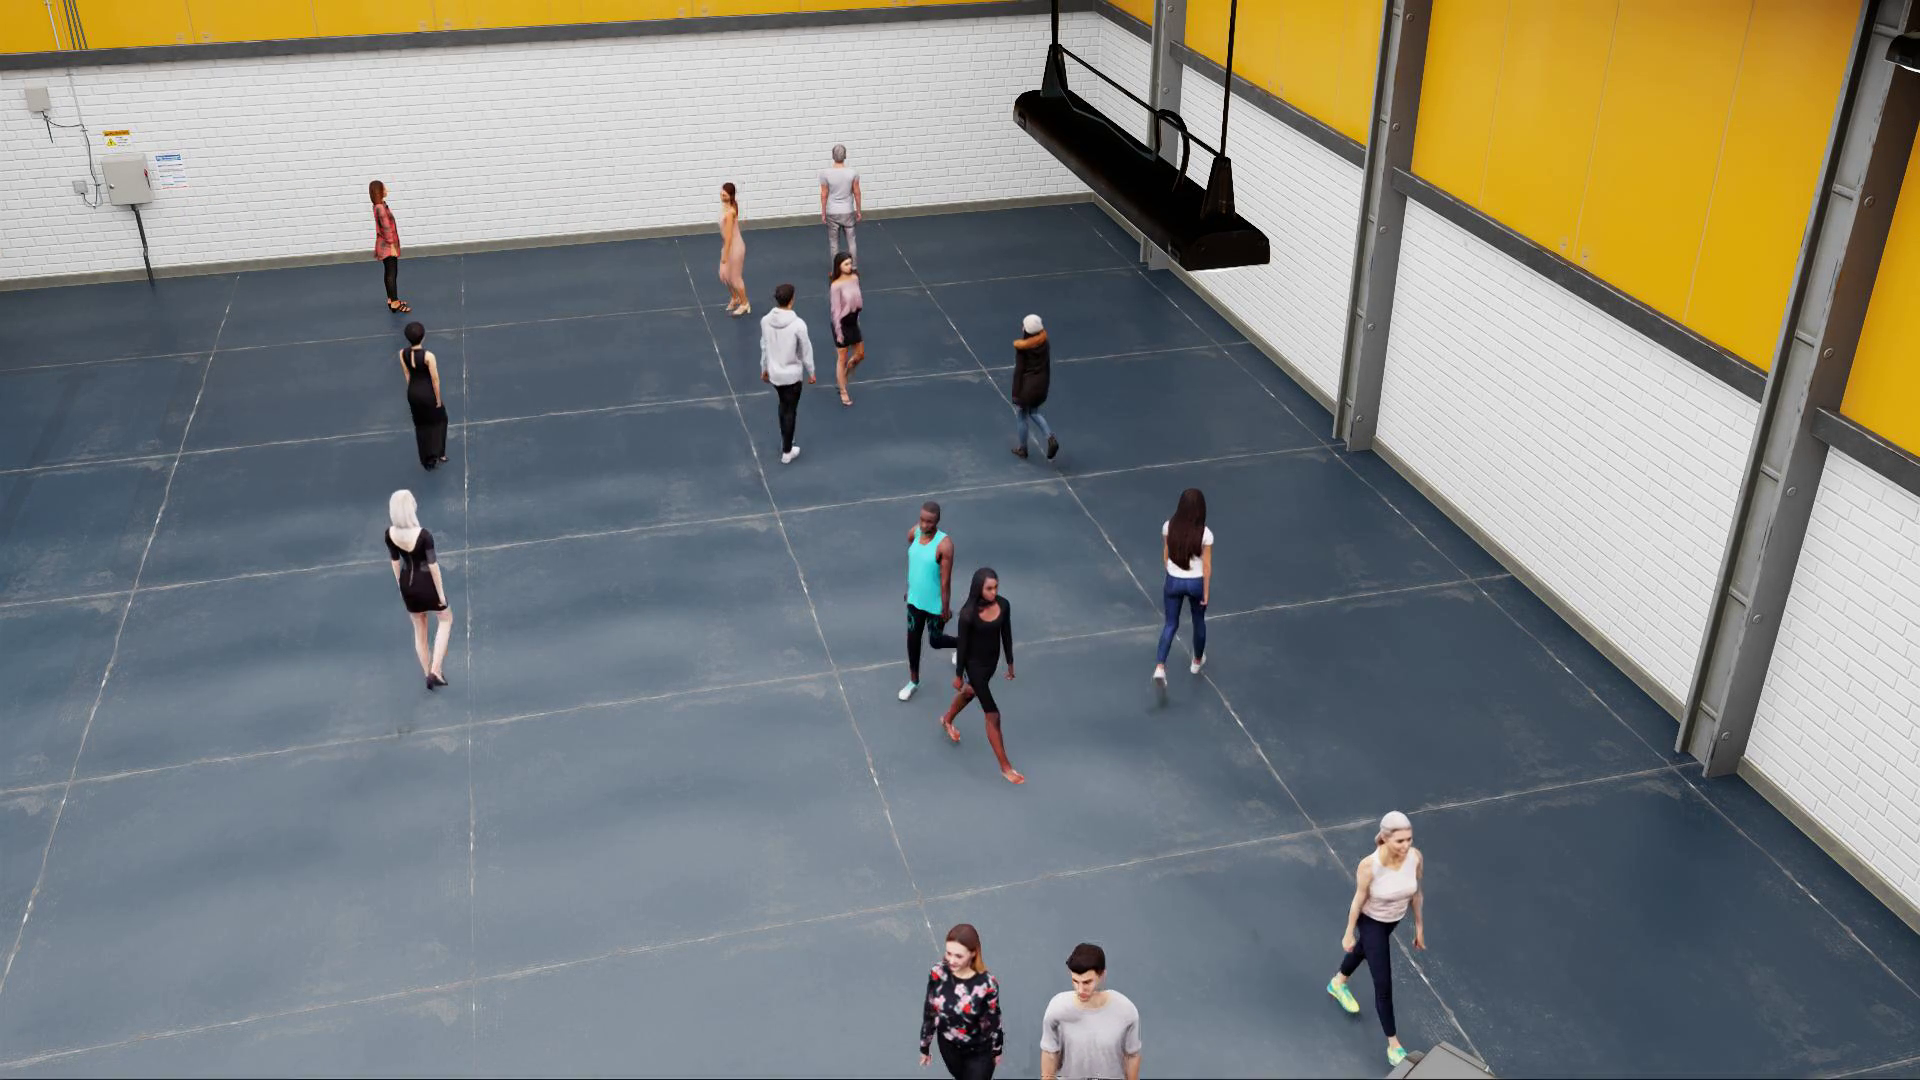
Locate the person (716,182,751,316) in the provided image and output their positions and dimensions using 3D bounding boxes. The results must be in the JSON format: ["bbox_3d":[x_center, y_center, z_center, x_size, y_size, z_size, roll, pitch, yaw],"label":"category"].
[{"bbox_3d":[-2.819,-3.664,20.953,0.727,1.787,0.540,-2,29,-4],"label":"person"}]

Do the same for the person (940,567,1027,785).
[{"bbox_3d":[0.111,0.945,12.628,1.023,1.668,1.316,-22,36,-35],"label":"person"}]

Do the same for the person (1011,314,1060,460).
[{"bbox_3d":[0.774,-1.552,17.255,0.838,1.622,0.971,-23,36,-36],"label":"person"}]

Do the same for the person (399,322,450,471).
[{"bbox_3d":[-5.552,-1.439,17.081,0.692,1.589,0.716,5,29,9],"label":"person"}]

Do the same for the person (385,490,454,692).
[{"bbox_3d":[-4.377,0.463,13.351,0.696,1.823,0.759,5,29,9],"label":"person"}]

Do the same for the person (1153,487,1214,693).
[{"bbox_3d":[1.790,0.429,13.492,0.976,1.747,1.112,12,31,20],"label":"person"}]

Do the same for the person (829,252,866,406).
[{"bbox_3d":[-1.345,-2.364,18.552,0.815,1.804,0.764,24,36,36],"label":"person"}]

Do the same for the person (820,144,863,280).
[{"bbox_3d":[-1.592,-4.361,22.189,0.721,1.827,0.582,-4,29,-7],"label":"person"}]

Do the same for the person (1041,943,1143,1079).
[{"bbox_3d":[0.704,2.899,8.824,0.741,1.881,0.679,-4,29,-7],"label":"person"}]

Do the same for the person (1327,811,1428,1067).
[{"bbox_3d":[2.505,2.308,10.145,0.771,1.653,1.183,-13,31,-23],"label":"person"}]

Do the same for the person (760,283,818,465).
[{"bbox_3d":[-1.842,-1.690,17.204,0.883,1.911,0.931,10,30,18],"label":"person"}]

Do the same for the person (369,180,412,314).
[{"bbox_3d":[-7.299,-3.751,21.201,0.721,1.703,0.559,-14,32,-24],"label":"person"}]

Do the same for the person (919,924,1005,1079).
[{"bbox_3d":[0.069,2.762,9.306,0.876,1.661,0.956,13,31,22],"label":"person"}]

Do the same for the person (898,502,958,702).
[{"bbox_3d":[-0.172,0.460,13.397,1.039,1.783,1.053,-24,37,-37],"label":"person"}]
